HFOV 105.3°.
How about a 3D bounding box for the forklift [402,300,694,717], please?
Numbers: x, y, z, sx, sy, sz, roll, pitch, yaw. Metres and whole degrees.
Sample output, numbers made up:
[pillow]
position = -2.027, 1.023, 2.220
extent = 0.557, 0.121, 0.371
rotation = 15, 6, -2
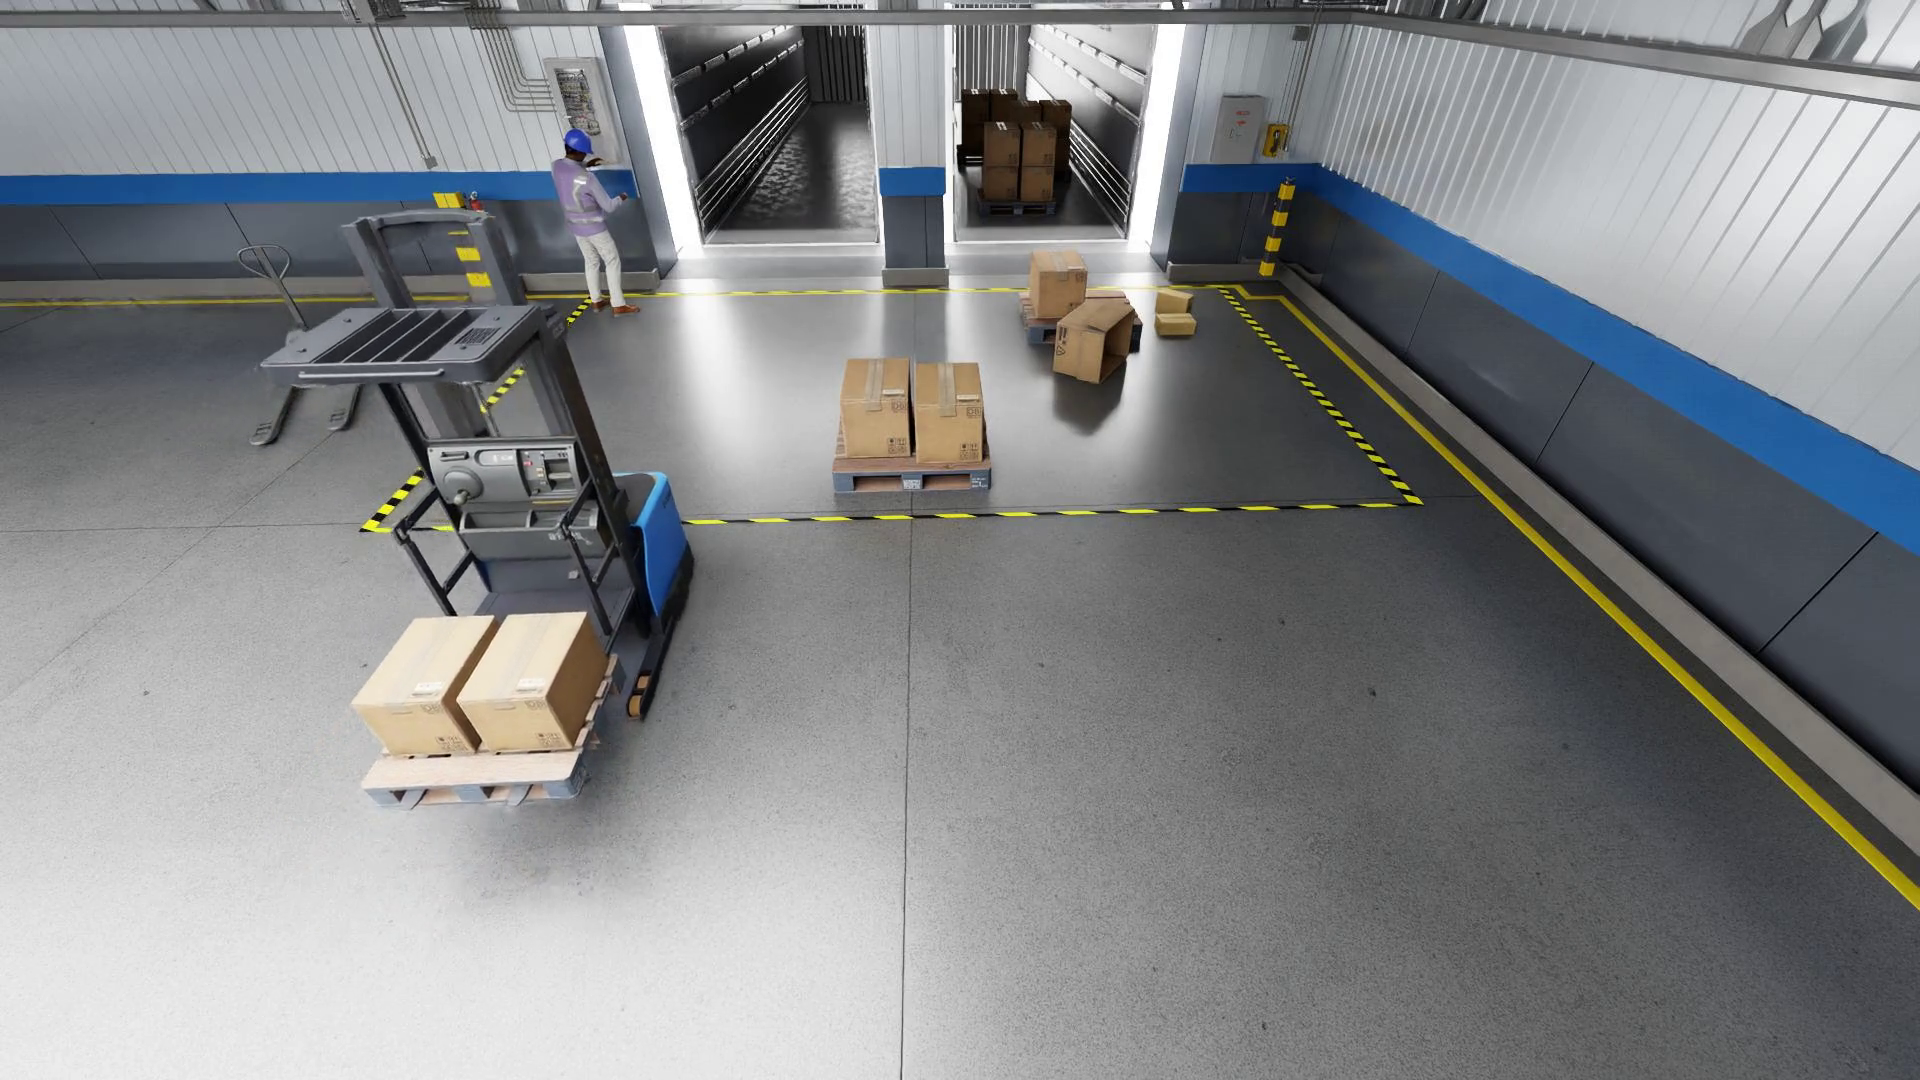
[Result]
[forklift]
position = -2.113, -0.339, 3.964
extent = 0.716, 2.013, 0.776
rotation = -2, 39, -2

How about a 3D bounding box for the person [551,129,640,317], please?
[person]
position = -3.984, -3.482, 8.055
extent = 0.804, 1.881, 0.734
rotation = 17, 41, 20

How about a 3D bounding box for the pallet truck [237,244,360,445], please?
[pallet truck]
position = -5.915, -1.733, 6.366
extent = 0.680, 1.201, 1.601
rotation = -18, 42, -21
